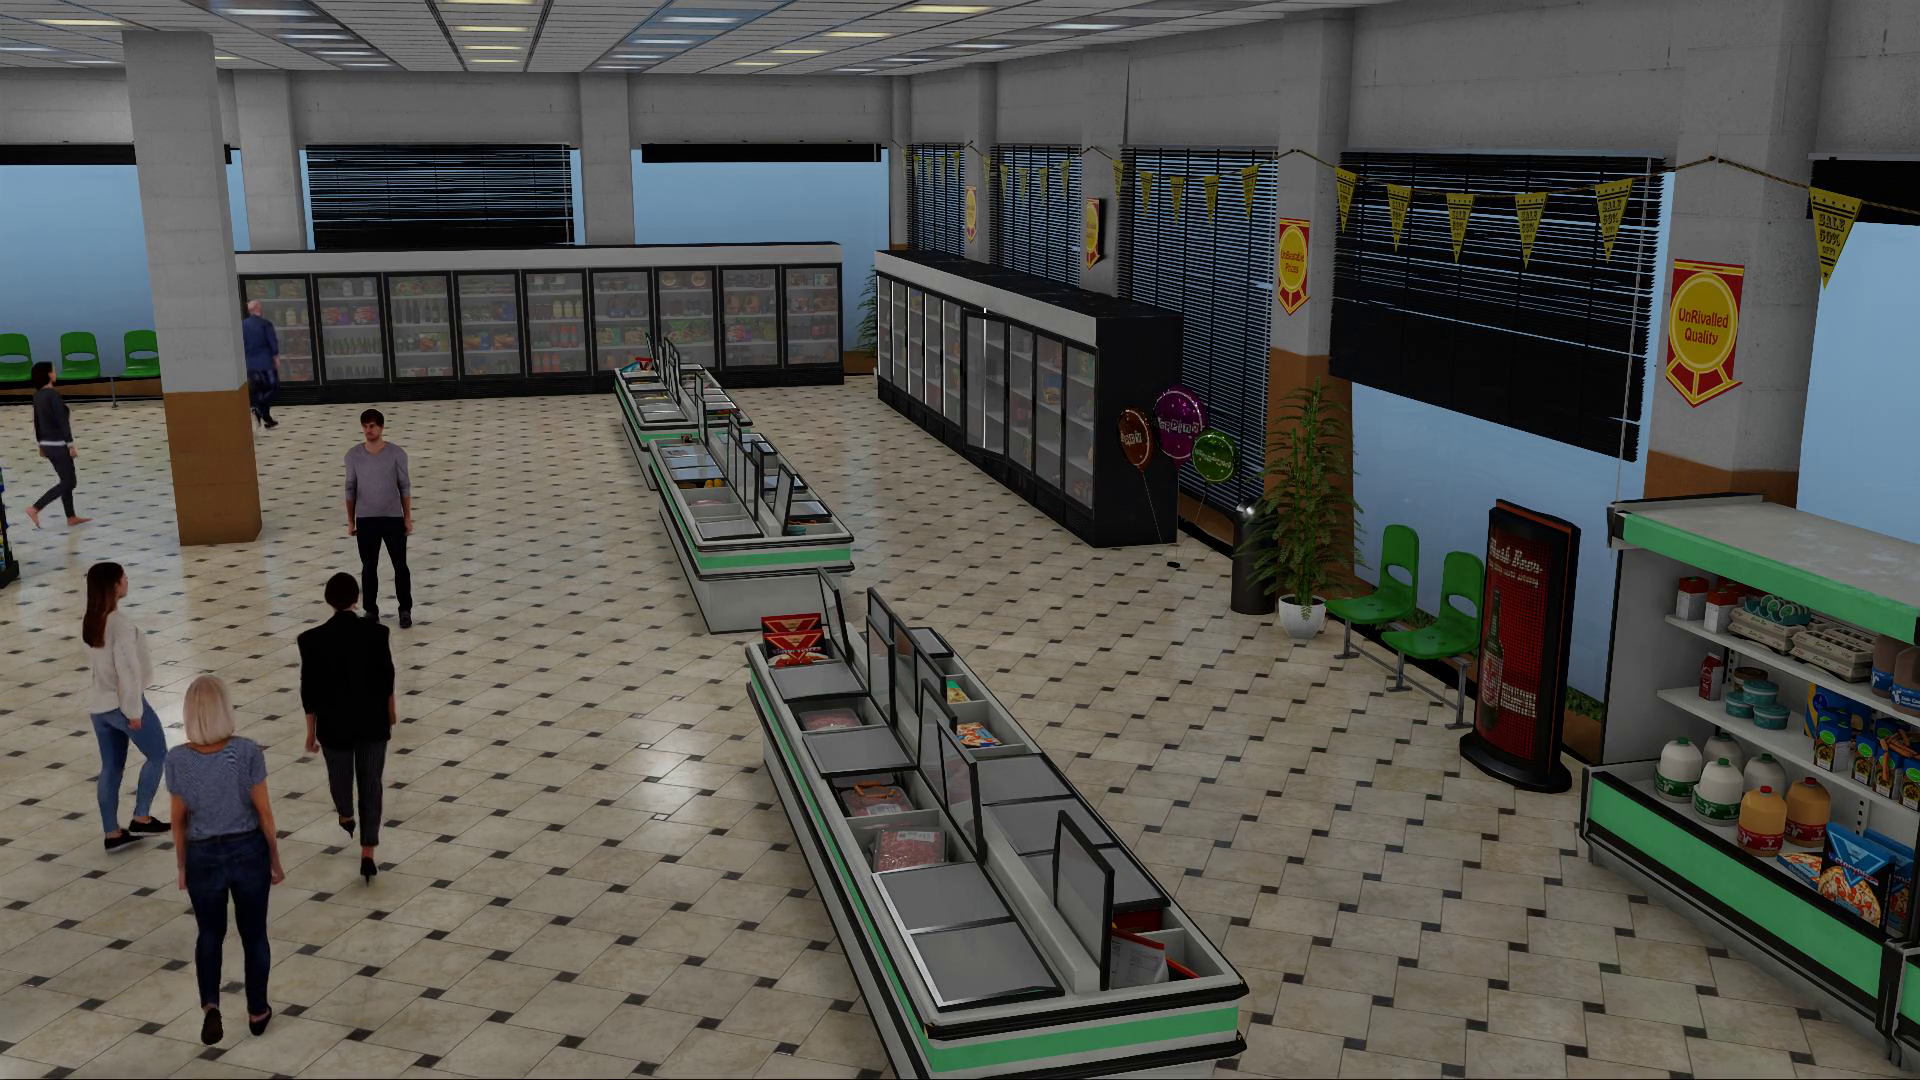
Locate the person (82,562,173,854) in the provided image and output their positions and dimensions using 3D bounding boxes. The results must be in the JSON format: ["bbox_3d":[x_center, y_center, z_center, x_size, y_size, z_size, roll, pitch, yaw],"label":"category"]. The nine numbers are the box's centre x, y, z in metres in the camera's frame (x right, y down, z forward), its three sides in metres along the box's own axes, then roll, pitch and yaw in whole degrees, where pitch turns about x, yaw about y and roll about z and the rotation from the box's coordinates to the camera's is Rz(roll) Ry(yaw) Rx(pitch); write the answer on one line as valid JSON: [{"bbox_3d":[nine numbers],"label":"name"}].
[{"bbox_3d":[-4.829,0.976,9.411,0.748,1.676,0.817,9,16,32],"label":"person"}]

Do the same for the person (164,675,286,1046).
[{"bbox_3d":[-3.252,1.479,7.368,0.589,1.661,0.768,-3,14,-13],"label":"person"}]

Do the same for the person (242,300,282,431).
[{"bbox_3d":[-9.676,-2.389,23.006,0.967,1.808,1.118,2,14,9],"label":"person"}]

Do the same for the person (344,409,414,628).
[{"bbox_3d":[-4.812,-0.180,13.823,0.684,1.843,0.550,-2,14,-9],"label":"person"}]

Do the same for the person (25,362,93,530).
[{"bbox_3d":[-9.408,-0.945,17.175,0.993,1.748,1.024,9,16,32],"label":"person"}]

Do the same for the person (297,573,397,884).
[{"bbox_3d":[-3.298,1.055,9.071,0.701,1.681,1.065,-6,15,-22],"label":"person"}]
